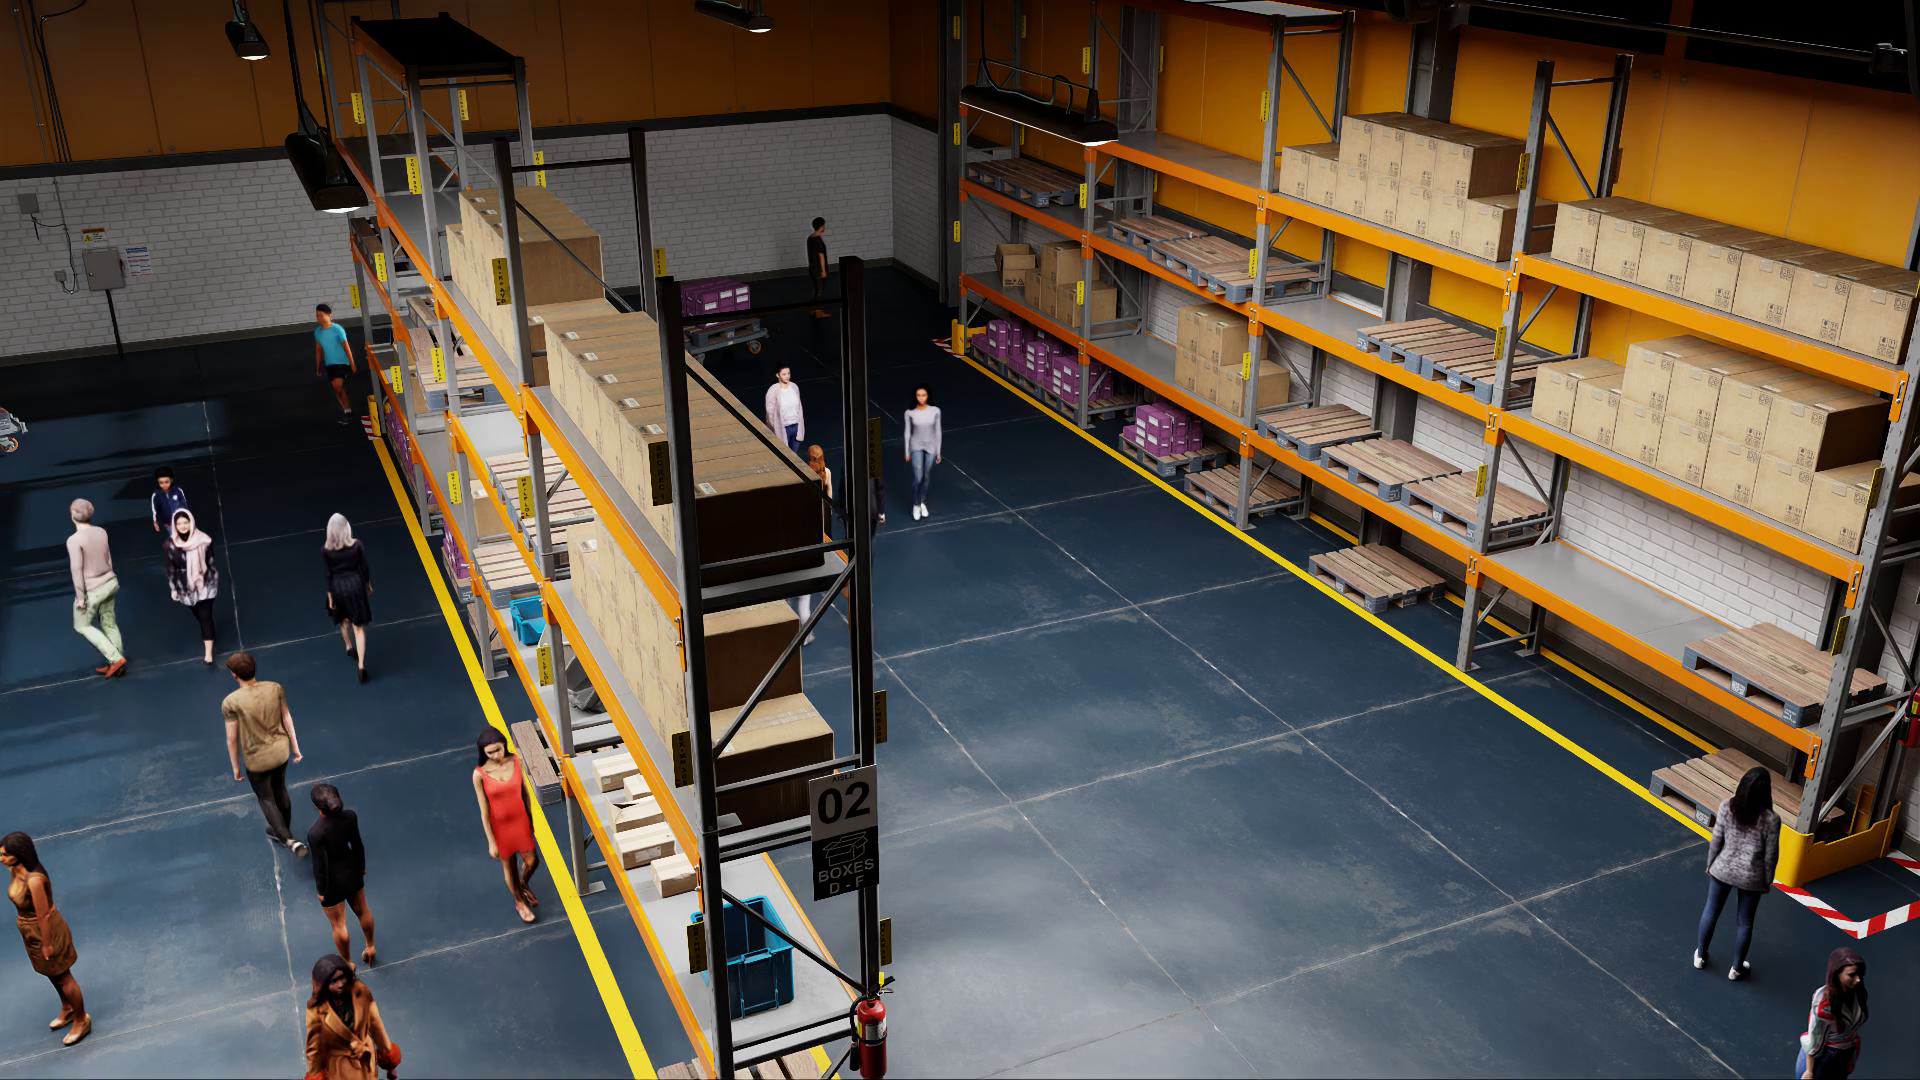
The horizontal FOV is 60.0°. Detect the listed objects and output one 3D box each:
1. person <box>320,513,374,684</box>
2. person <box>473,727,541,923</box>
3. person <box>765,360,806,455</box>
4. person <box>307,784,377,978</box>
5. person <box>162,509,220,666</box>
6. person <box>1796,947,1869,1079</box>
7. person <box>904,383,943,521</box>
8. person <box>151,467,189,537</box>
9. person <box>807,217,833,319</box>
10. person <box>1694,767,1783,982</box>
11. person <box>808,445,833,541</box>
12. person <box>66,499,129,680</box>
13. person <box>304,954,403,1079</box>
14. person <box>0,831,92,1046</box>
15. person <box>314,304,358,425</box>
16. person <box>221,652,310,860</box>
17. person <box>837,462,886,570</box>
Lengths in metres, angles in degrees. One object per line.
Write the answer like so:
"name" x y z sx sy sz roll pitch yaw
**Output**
"person" -6.011 0.592 16.396 0.624 1.723 0.947 -10 26 -23
"person" -3.528 2.168 12.811 0.653 1.707 0.685 -20 31 -38
"person" -2.222 -1.434 21.006 0.766 1.743 0.740 -21 31 -39
"person" -4.528 2.489 12.160 0.756 1.640 0.696 14 27 30
"person" -7.804 0.426 16.950 0.710 1.584 1.131 -8 25 -18
"person" 5.436 3.251 10.451 0.590 1.613 0.484 -10 26 -22
"person" -0.458 -1.119 20.317 0.663 1.718 0.686 -5 24 -10
"person" -9.008 -0.270 19.033 0.563 1.189 0.831 -9 25 -19
"person" -2.441 -4.657 28.417 0.673 1.712 0.483 -12 26 -25
"person" 5.703 2.425 12.190 0.620 1.733 0.745 17 29 34
"person" -1.597 -0.298 18.553 0.592 1.625 0.602 -15 28 -30
"person" -8.431 0.516 16.409 0.936 1.851 0.864 4 24 10
"person" -3.823 3.268 10.298 0.985 1.704 0.901 19 30 36
"person" -6.349 2.736 11.537 0.580 1.686 0.692 18 29 35
"person" -8.715 -2.484 23.392 0.807 1.756 0.855 7 25 16
"person" -5.597 1.799 13.513 0.954 1.820 1.177 -20 31 -38
"person" -1.000 -0.265 17.565 0.999 1.773 1.017 -1 24 -2
